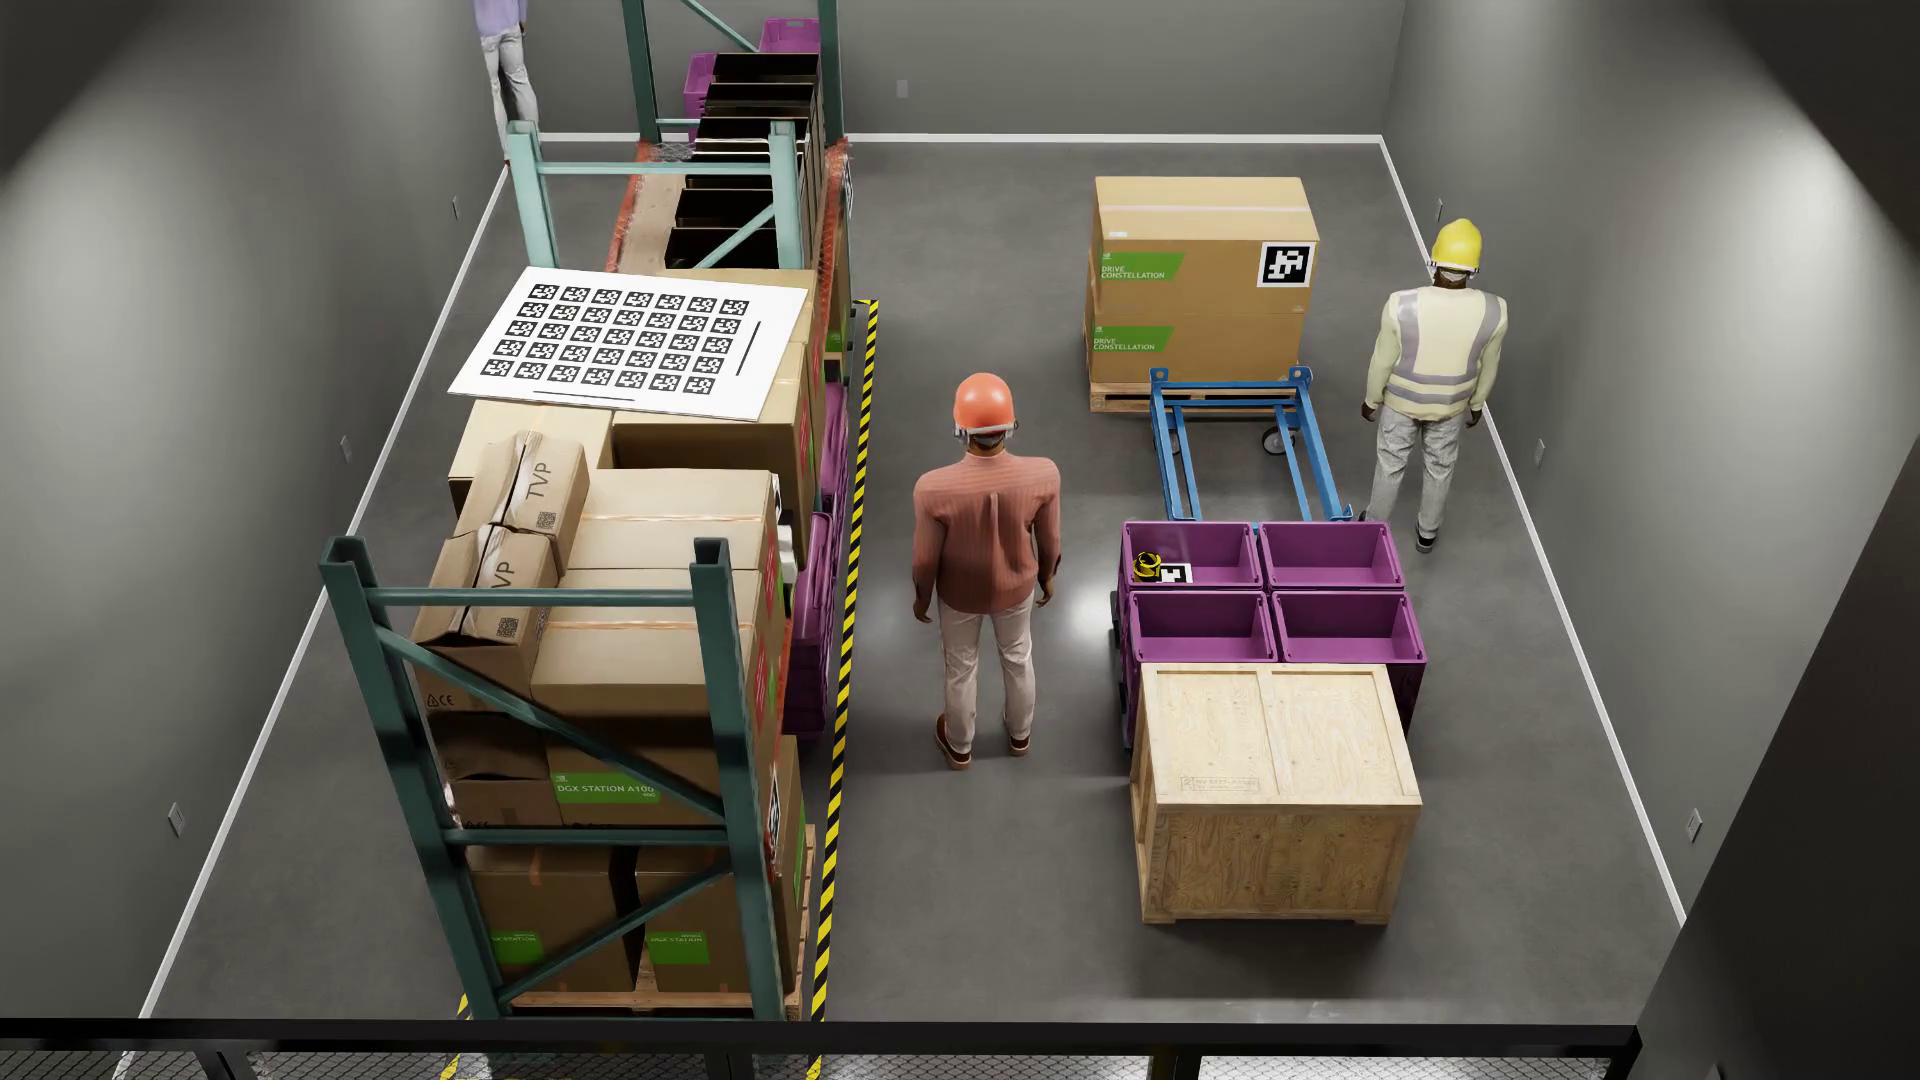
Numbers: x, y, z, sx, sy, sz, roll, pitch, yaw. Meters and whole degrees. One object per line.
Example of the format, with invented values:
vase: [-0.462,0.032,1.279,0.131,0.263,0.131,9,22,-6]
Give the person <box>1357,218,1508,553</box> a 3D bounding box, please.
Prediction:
person: [2.240,-0.709,8.001,0.597,1.831,0.403,3,41,3]

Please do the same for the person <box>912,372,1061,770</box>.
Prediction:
person: [0.101,0.160,6.890,0.625,1.991,0.393,-9,42,-11]

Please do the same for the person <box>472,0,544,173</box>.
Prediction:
person: [-3.112,-3.368,10.965,0.397,1.928,0.638,31,50,31]
